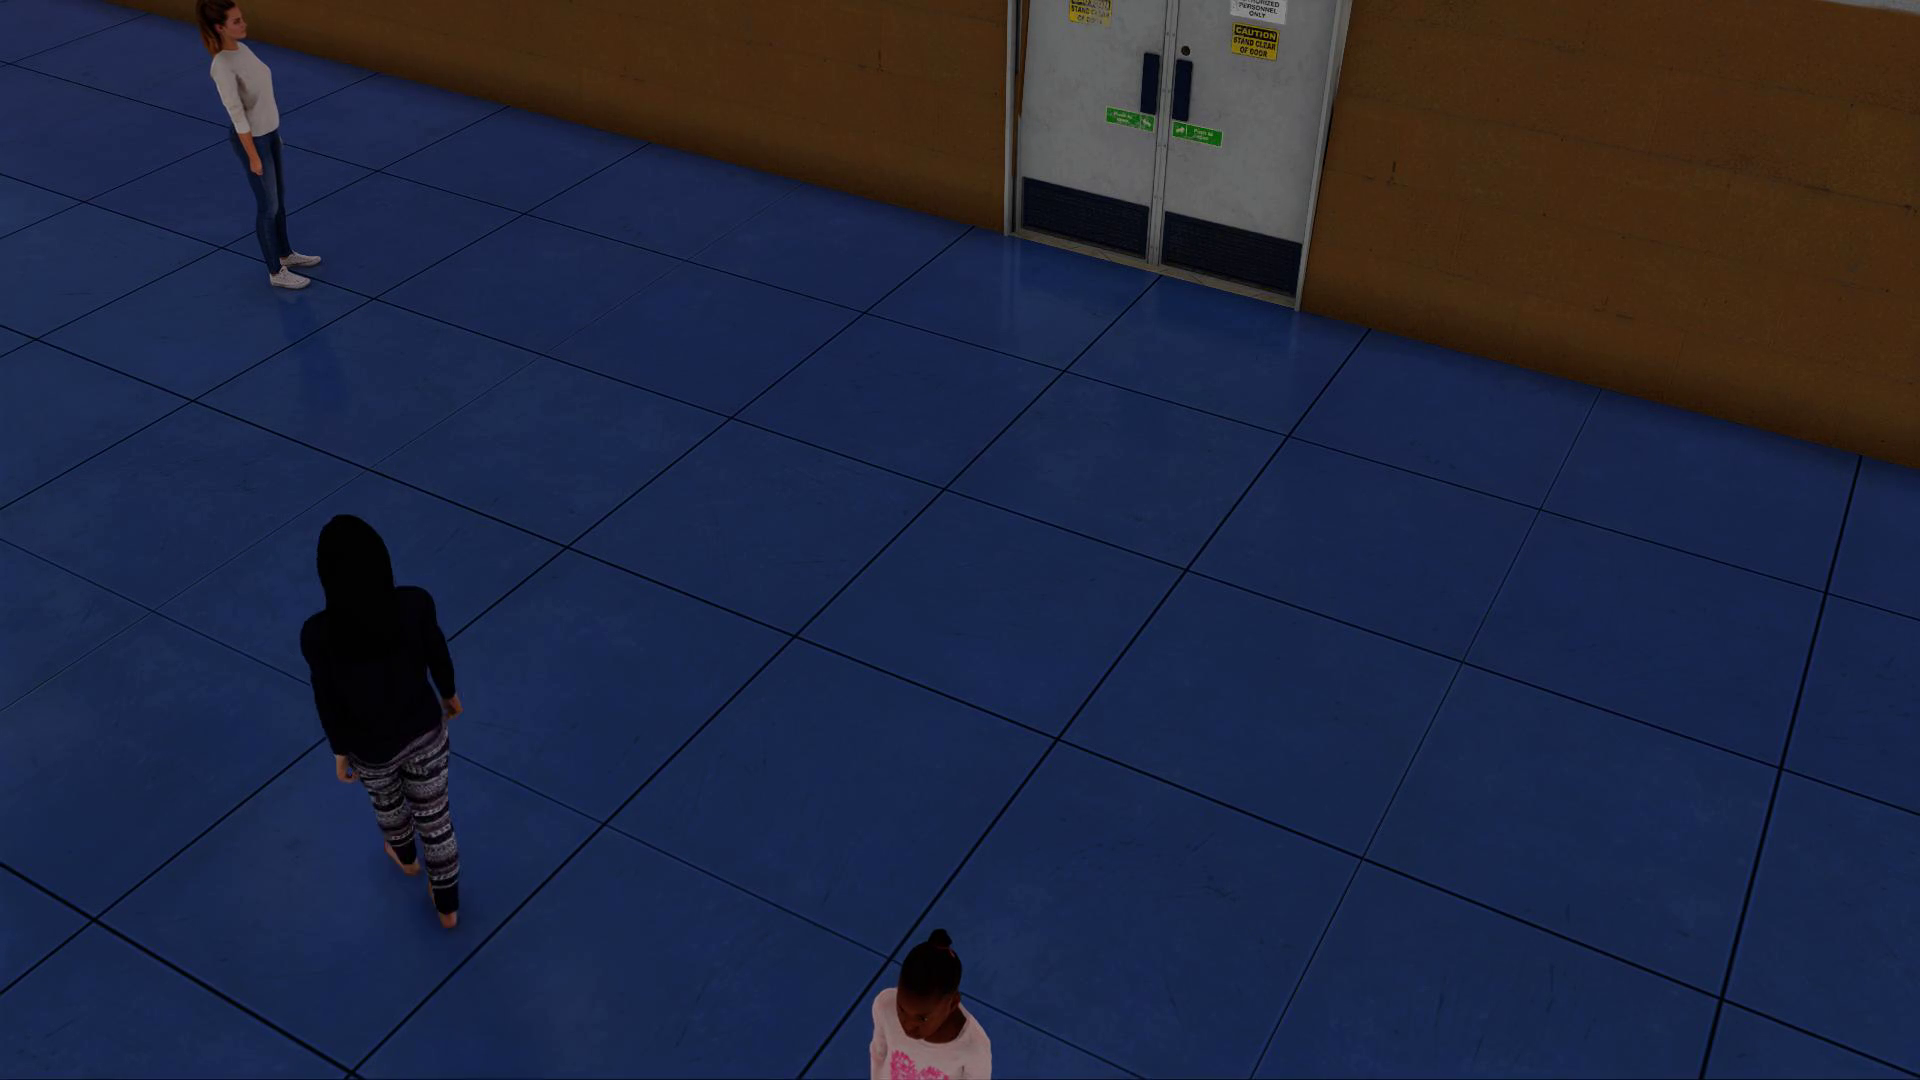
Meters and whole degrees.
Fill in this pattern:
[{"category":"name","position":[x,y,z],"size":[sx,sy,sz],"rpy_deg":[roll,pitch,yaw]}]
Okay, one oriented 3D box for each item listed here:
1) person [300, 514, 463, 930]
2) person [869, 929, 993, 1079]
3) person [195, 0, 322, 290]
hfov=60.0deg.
[{"category":"person","position":[-1.932,0.699,5.734],"size":[0.861,1.713,0.891],"rpy_deg":[-19,41,-23]},{"category":"person","position":[-0.084,1.615,4.736],"size":[0.531,1.447,0.493],"rpy_deg":[21,42,25]},{"category":"person","position":[-4.133,-2.330,9.763],"size":[0.751,1.720,0.650],"rpy_deg":[-2,37,-3]}]
